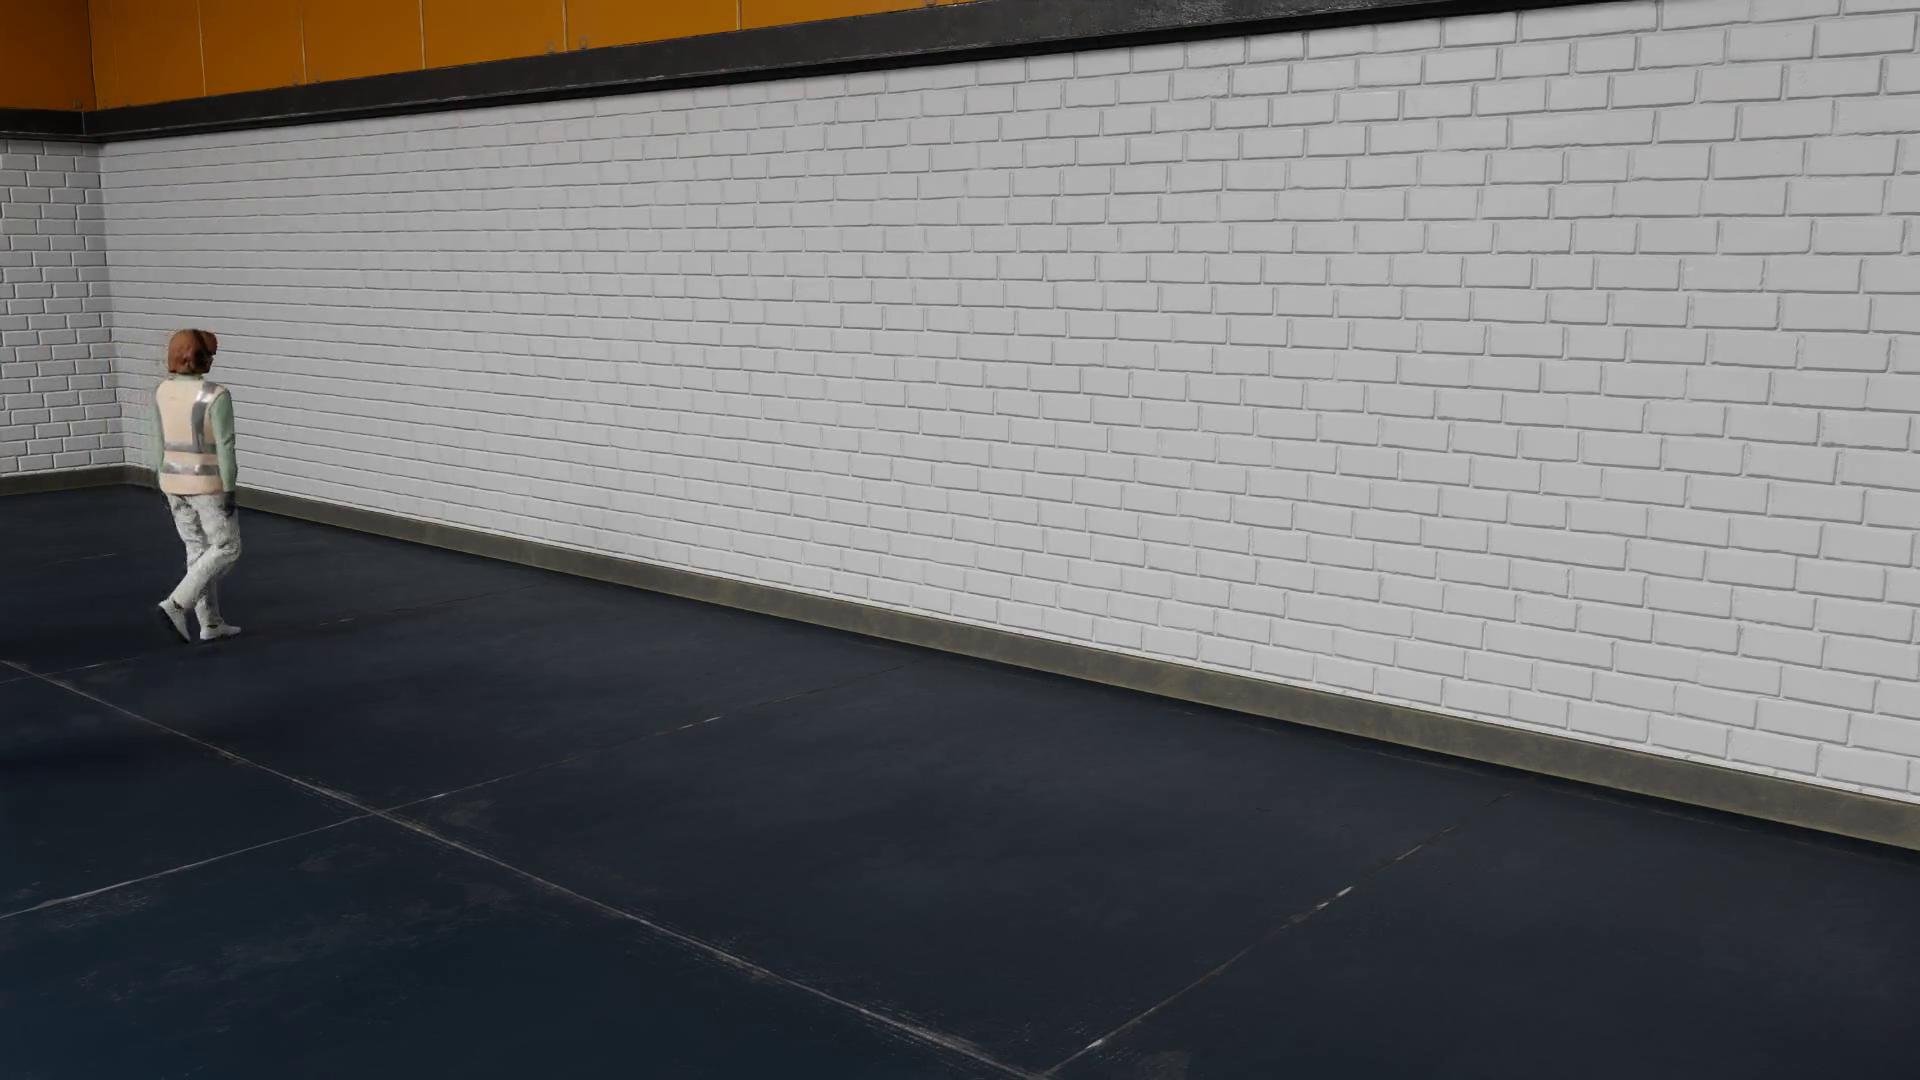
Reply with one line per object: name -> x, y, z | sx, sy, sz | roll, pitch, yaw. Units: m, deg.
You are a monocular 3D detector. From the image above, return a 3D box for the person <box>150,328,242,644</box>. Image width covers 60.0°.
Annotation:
person -> -3.891, -0.248, 8.395 | 0.519, 1.624, 0.527 | 4, 11, 21
